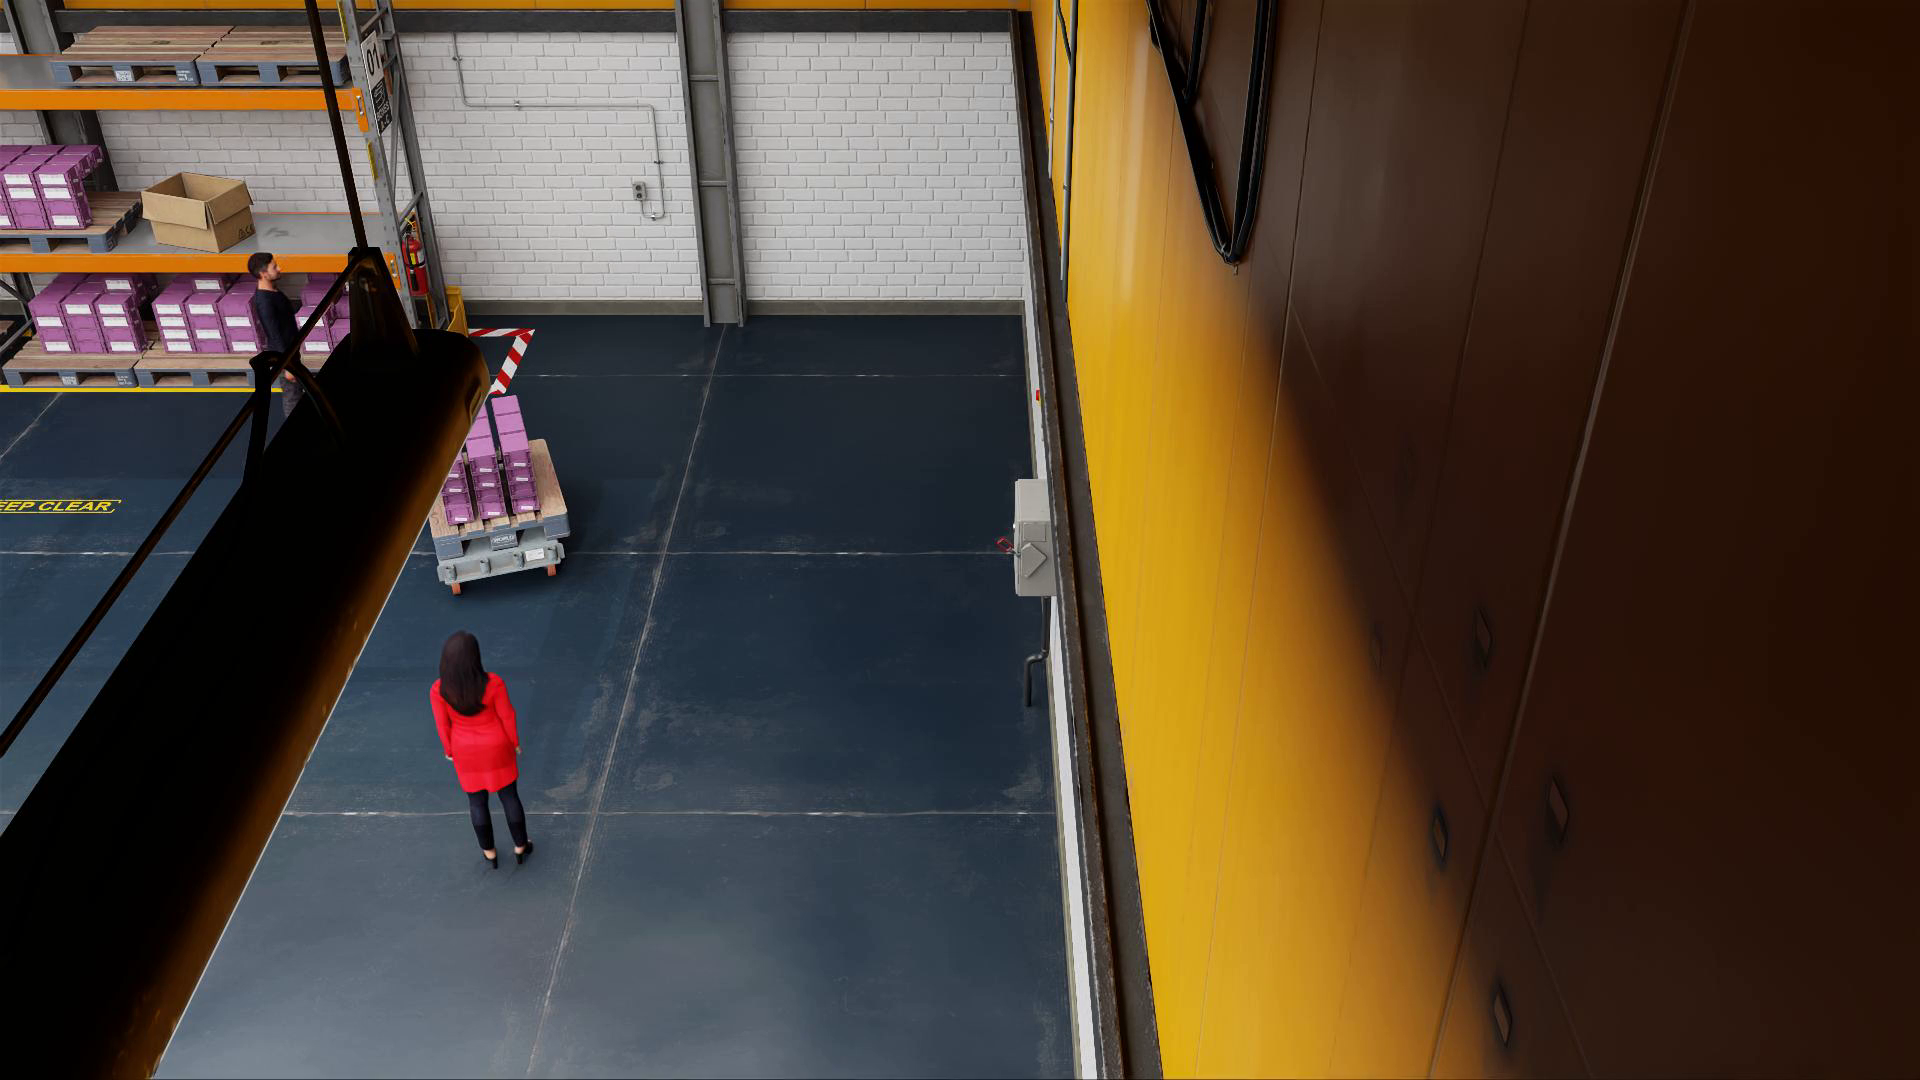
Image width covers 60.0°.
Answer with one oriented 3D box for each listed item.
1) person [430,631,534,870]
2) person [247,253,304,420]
[{"bbox_3d":[-2.841,1.259,9.910,0.603,1.748,0.718,-6,34,-9],"label":"person"},{"bbox_3d":[-5.699,-1.545,14.018,0.674,1.871,0.697,-12,35,-17],"label":"person"}]
